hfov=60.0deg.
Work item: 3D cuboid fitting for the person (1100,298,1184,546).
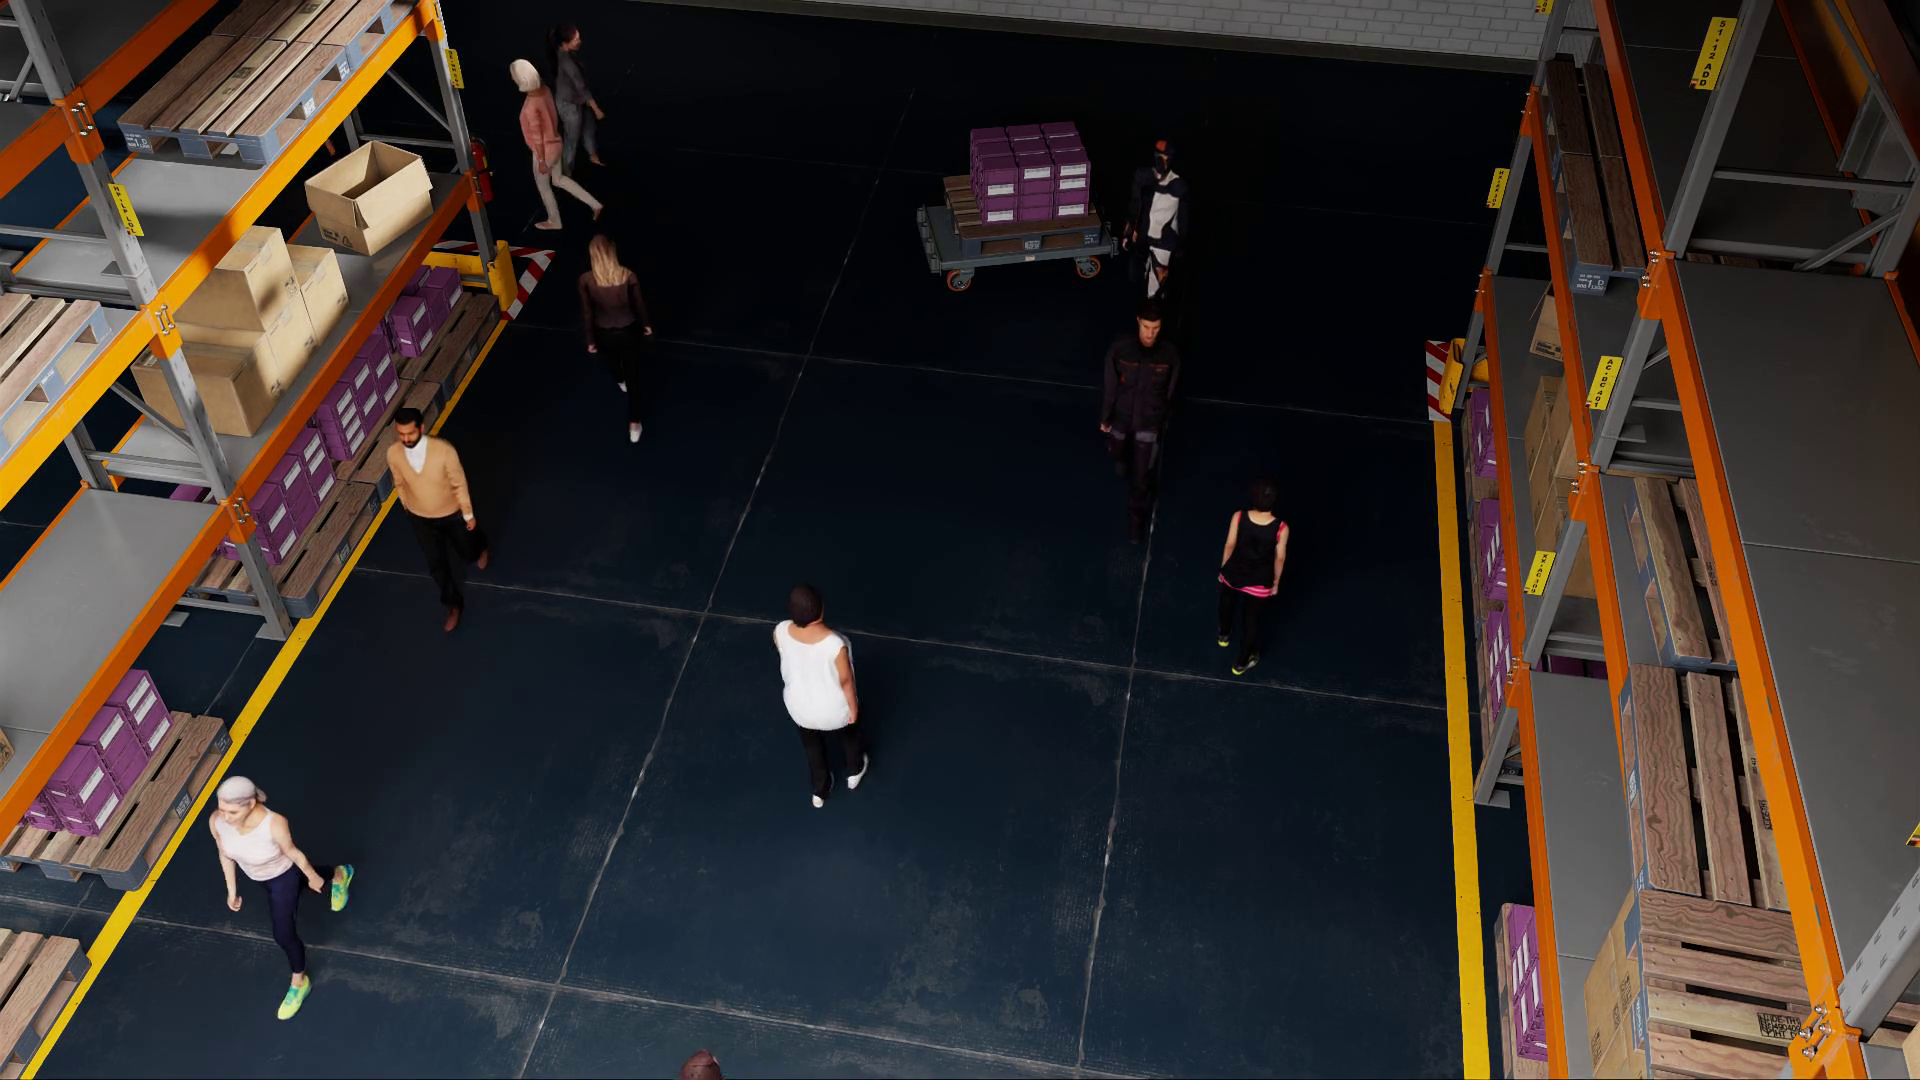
[{"bbox_3d":[1.253,-0.951,11.809,0.676,1.903,1.151,7,44,7],"label":"person"}]

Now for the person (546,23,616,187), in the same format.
[{"bbox_3d":[-3.587,-3.880,15.071,0.931,1.643,0.884,-23,48,-22],"label":"person"}]

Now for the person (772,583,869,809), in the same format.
[{"bbox_3d":[-0.825,0.964,9.973,0.745,1.662,0.747,23,48,22],"label":"person"}]

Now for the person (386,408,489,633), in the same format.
[{"bbox_3d":[-3.472,-0.233,11.172,0.777,1.741,1.051,0,44,0],"label":"person"}]

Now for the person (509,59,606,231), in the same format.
[{"bbox_3d":[-3.528,-3.407,14.535,0.705,1.697,0.859,4,44,4],"label":"person"}]

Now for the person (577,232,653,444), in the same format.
[{"bbox_3d":[-2.580,-1.490,12.557,0.882,1.650,1.193,-5,44,-6],"label":"person"}]

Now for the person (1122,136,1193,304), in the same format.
[{"bbox_3d":[1.600,-2.459,13.414,0.903,1.872,1.134,21,48,21],"label":"person"}]

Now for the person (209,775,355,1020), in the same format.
[{"bbox_3d":[-3.703,1.762,9.134,0.712,1.664,1.215,13,45,13],"label":"person"}]

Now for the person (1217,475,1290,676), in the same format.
[{"bbox_3d":[1.866,0.244,10.821,0.633,1.535,0.717,19,47,19],"label":"person"}]
